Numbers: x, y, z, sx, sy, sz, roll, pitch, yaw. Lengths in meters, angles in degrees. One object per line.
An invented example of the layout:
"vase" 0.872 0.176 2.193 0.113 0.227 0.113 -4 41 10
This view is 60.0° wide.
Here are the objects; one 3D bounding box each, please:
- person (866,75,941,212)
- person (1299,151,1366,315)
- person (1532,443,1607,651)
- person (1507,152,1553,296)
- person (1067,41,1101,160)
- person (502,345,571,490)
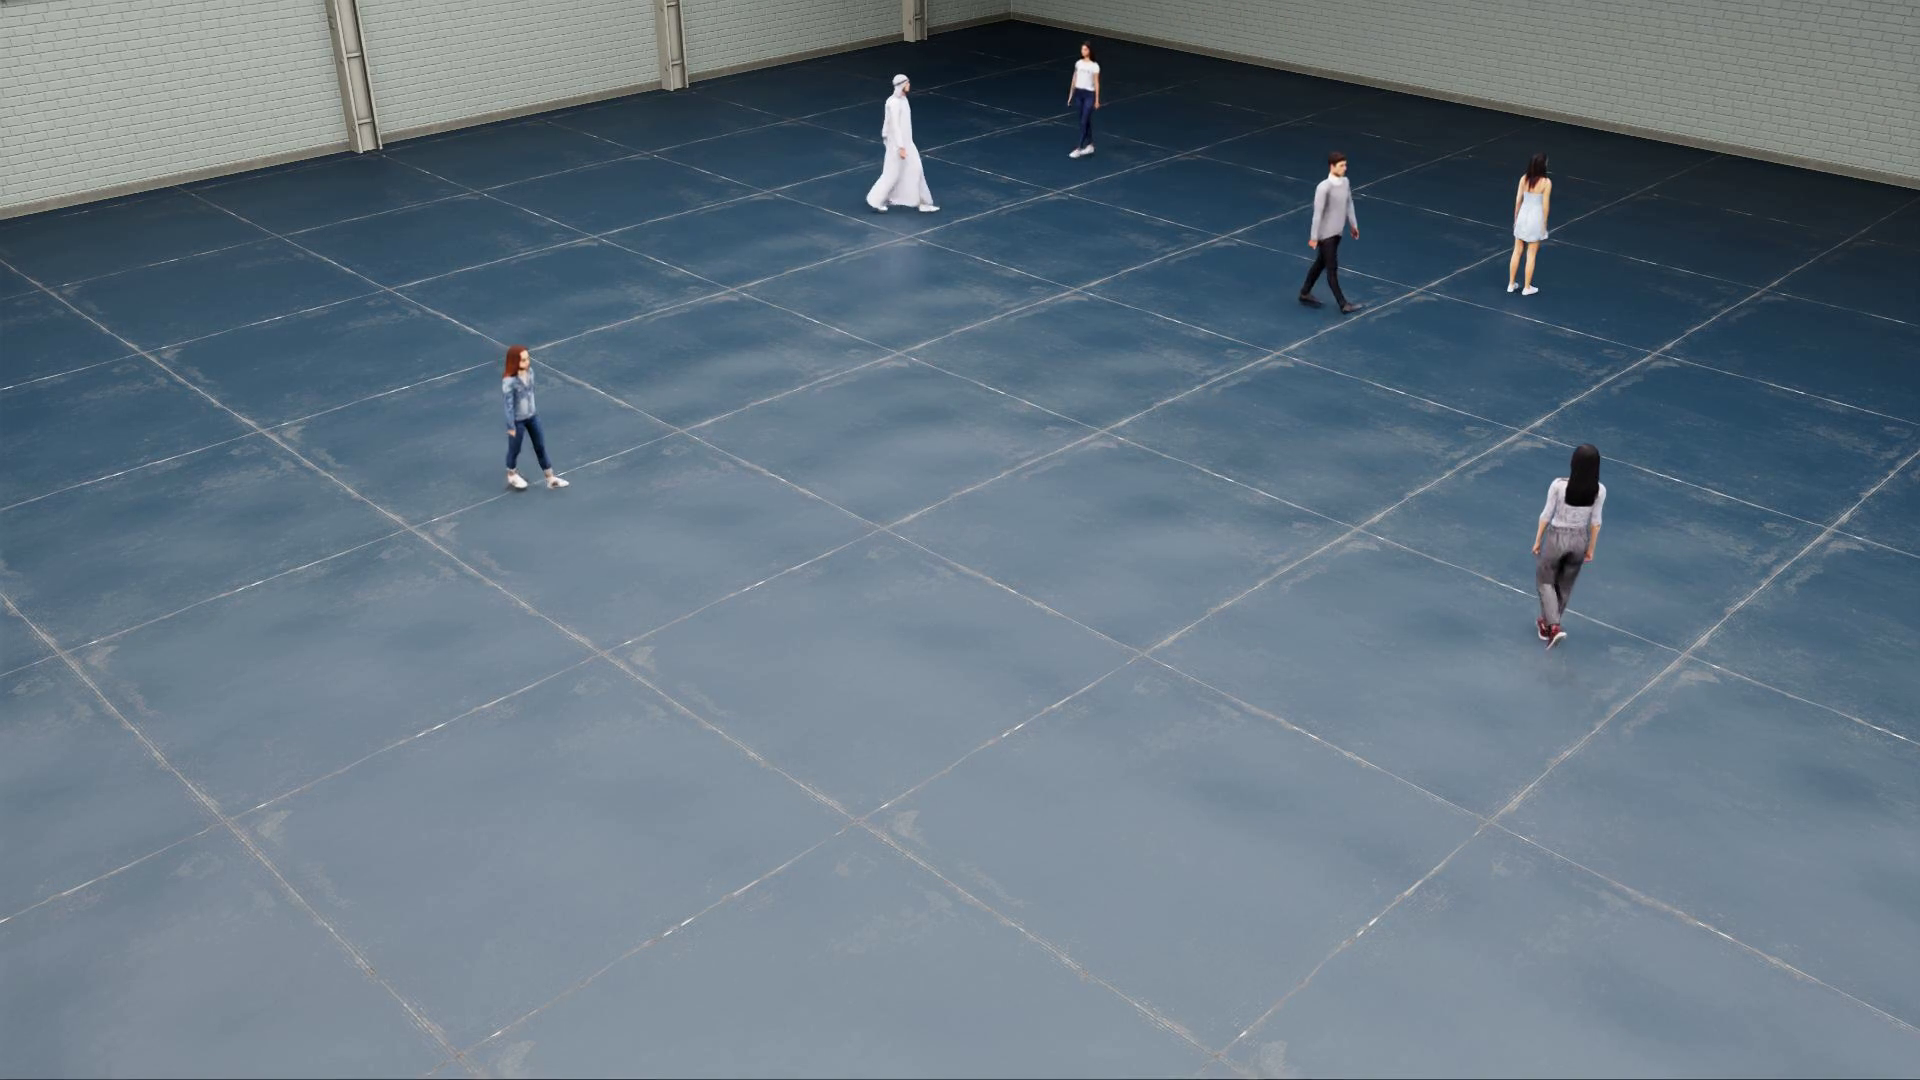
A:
"person" -0.925 -5.410 22.867 1.160 1.873 1.318 9 29 16
"person" 4.251 -3.609 19.481 0.851 1.877 1.135 22 35 35
"person" 4.632 0.088 12.705 0.920 1.721 1.022 4 28 7
"person" 6.861 -3.822 20.040 0.582 1.729 0.516 24 36 37
"person" 1.983 -6.778 25.570 0.606 1.747 0.936 24 36 37
"person" -4.067 -1.130 15.289 0.774 1.442 0.879 15 31 26
